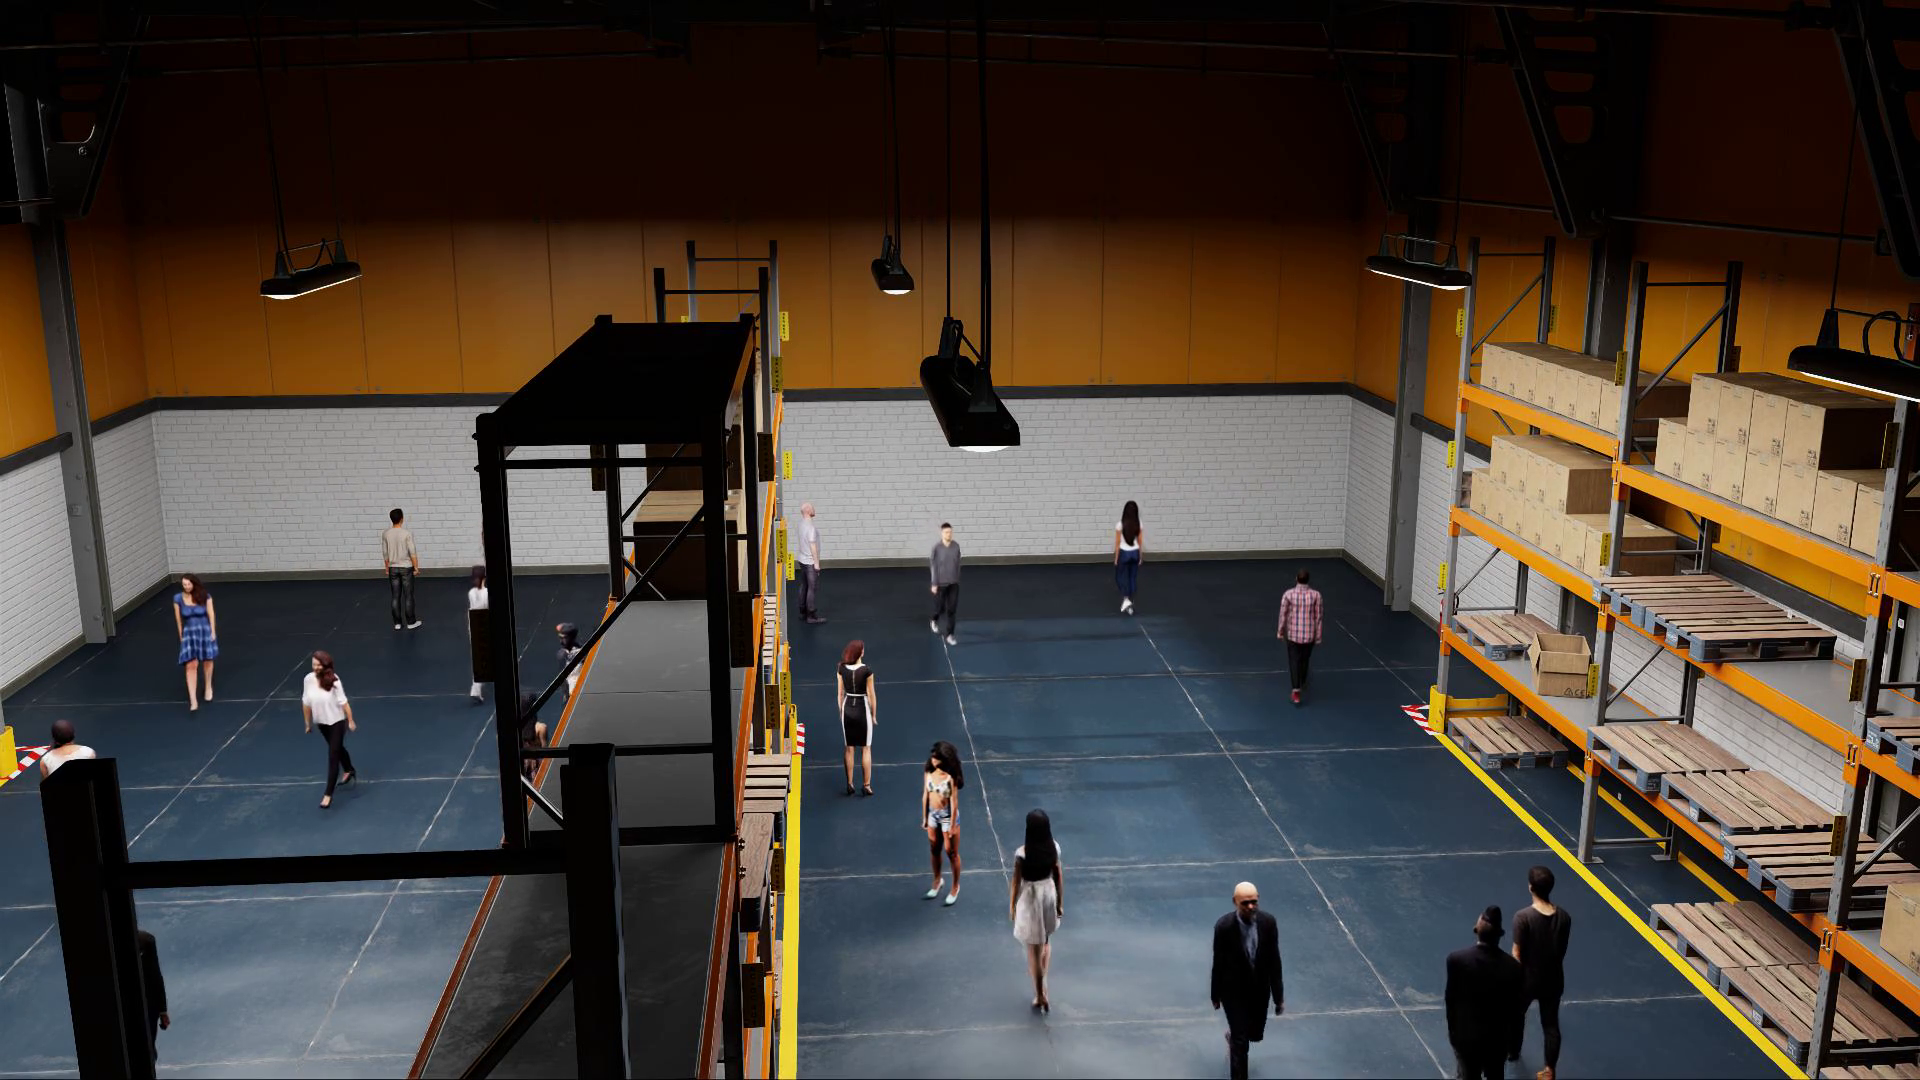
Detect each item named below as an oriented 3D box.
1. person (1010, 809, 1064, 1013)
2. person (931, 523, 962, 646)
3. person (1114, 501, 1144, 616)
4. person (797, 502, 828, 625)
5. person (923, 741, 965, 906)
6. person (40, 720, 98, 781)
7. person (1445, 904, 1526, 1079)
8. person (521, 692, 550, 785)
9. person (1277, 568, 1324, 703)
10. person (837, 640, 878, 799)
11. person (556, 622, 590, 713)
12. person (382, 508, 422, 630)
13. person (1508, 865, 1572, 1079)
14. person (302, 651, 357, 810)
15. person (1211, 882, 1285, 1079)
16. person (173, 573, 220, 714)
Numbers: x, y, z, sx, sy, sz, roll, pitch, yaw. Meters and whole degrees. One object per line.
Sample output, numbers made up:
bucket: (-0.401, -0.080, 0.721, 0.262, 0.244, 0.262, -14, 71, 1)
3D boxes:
person: (0.678, 3.092, 13.713, 0.740, 1.765, 0.819, -5, 14, -19)
person: (-0.215, 0.610, 24.012, 0.782, 1.742, 1.040, -5, 15, -20)
person: (2.590, 0.293, 25.271, 0.640, 1.766, 0.719, -3, 14, -12)
person: (-2.280, 0.324, 25.000, 0.802, 1.832, 0.670, -7, 15, -28)
person: (-0.154, 2.666, 15.779, 0.675, 1.621, 0.732, 11, 17, 37)
person: (-8.562, 2.561, 16.085, 0.764, 1.680, 0.832, -4, 14, -17)
person: (3.641, 3.499, 11.649, 0.796, 1.944, 0.781, 5, 14, 19)
person: (-4.268, 2.379, 16.642, 0.787, 1.772, 0.832, 6, 15, 24)
person: (4.381, 1.252, 21.409, 0.830, 1.719, 1.134, 1, 14, 5)
person: (-1.131, 1.964, 18.305, 0.641, 1.797, 0.607, 4, 14, 16)
person: (-4.235, 1.813, 18.781, 1.000, 1.866, 1.115, 6, 15, 24)
person: (-8.293, 0.420, 24.649, 0.694, 1.811, 0.584, 1, 14, 3)
person: (4.463, 3.379, 12.727, 0.716, 1.671, 1.101, 1, 14, 3)
person: (-6.848, 2.029, 18.204, 0.938, 1.717, 1.255, 4, 14, 17)
person: (2.137, 3.374, 12.527, 0.735, 1.775, 1.133, -2, 14, -10)
person: (-9.690, 1.289, 21.190, 0.802, 1.750, 1.192, -5, 14, -18)
